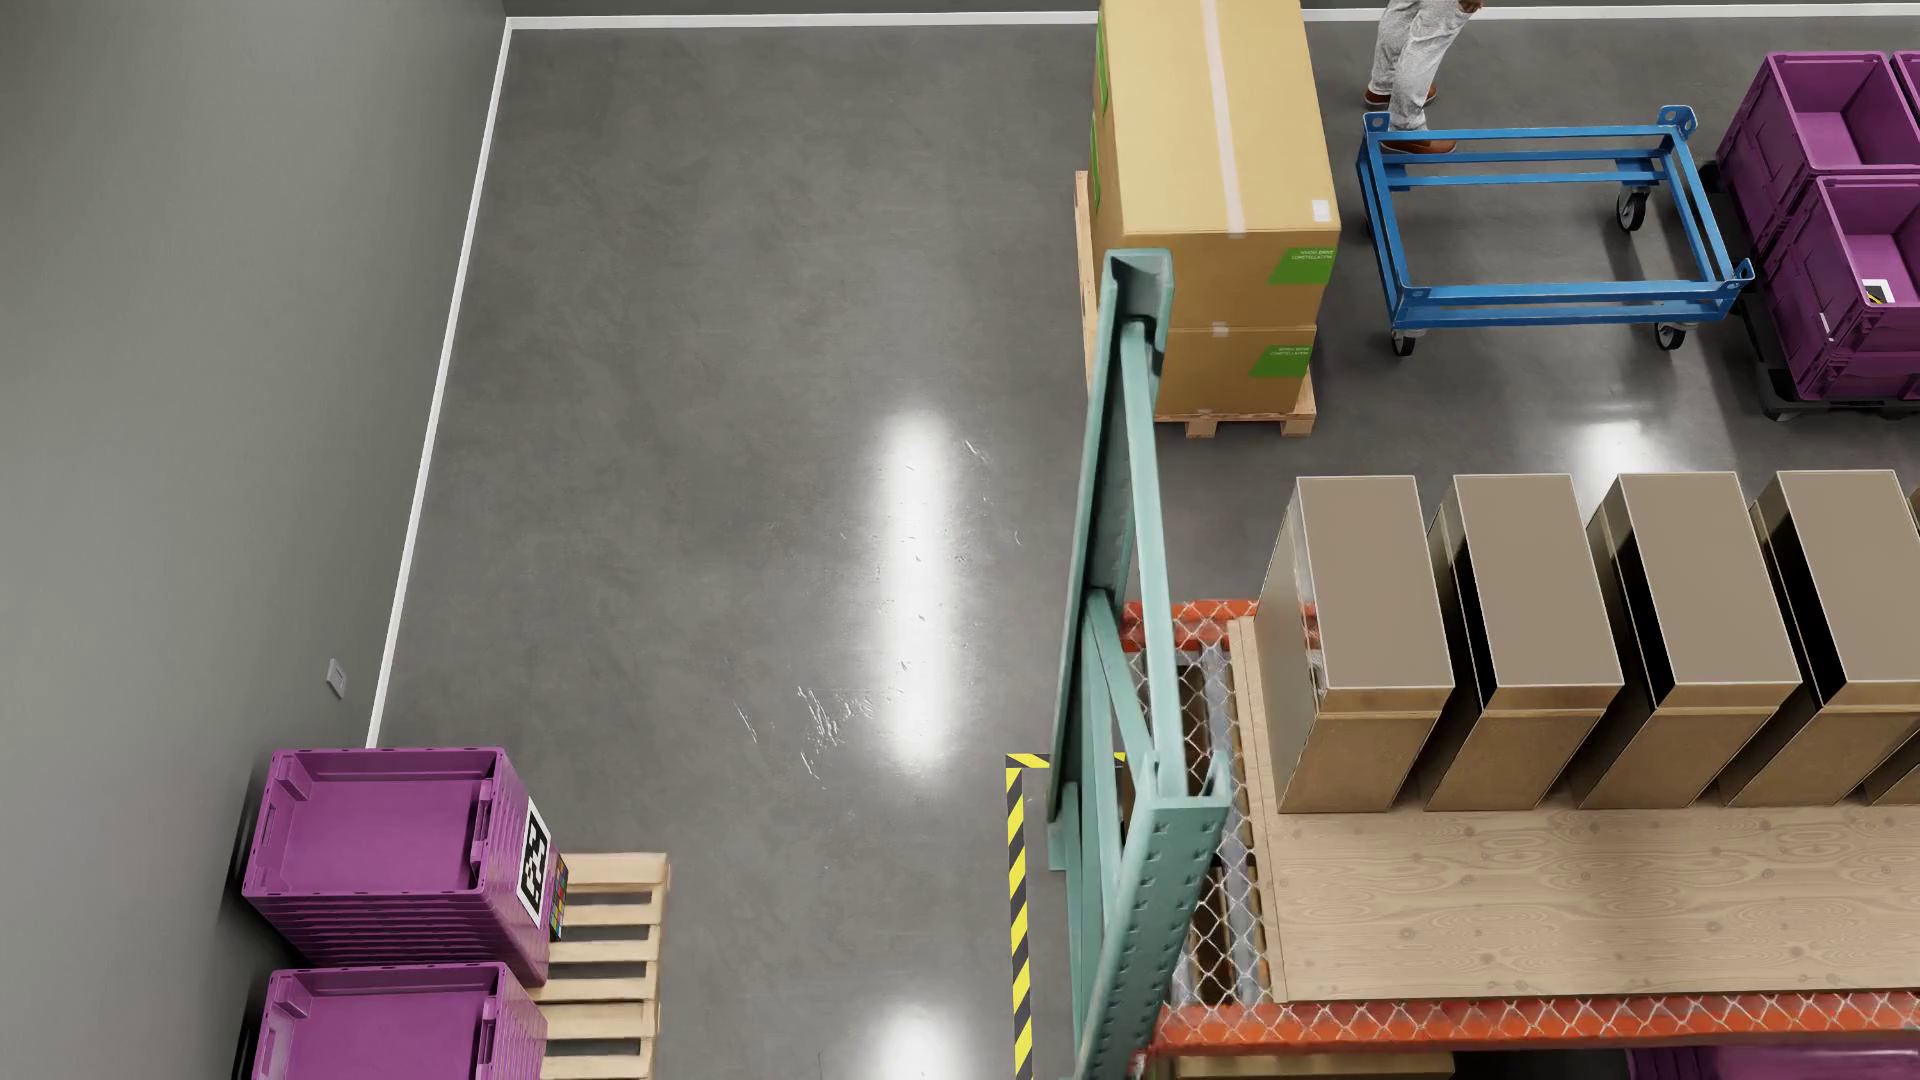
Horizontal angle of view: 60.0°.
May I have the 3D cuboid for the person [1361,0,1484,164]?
[{"bbox_3d":[1.826,-2.234,6.072,0.362,1.939,0.635,-3,58,-2],"label":"person"}]
